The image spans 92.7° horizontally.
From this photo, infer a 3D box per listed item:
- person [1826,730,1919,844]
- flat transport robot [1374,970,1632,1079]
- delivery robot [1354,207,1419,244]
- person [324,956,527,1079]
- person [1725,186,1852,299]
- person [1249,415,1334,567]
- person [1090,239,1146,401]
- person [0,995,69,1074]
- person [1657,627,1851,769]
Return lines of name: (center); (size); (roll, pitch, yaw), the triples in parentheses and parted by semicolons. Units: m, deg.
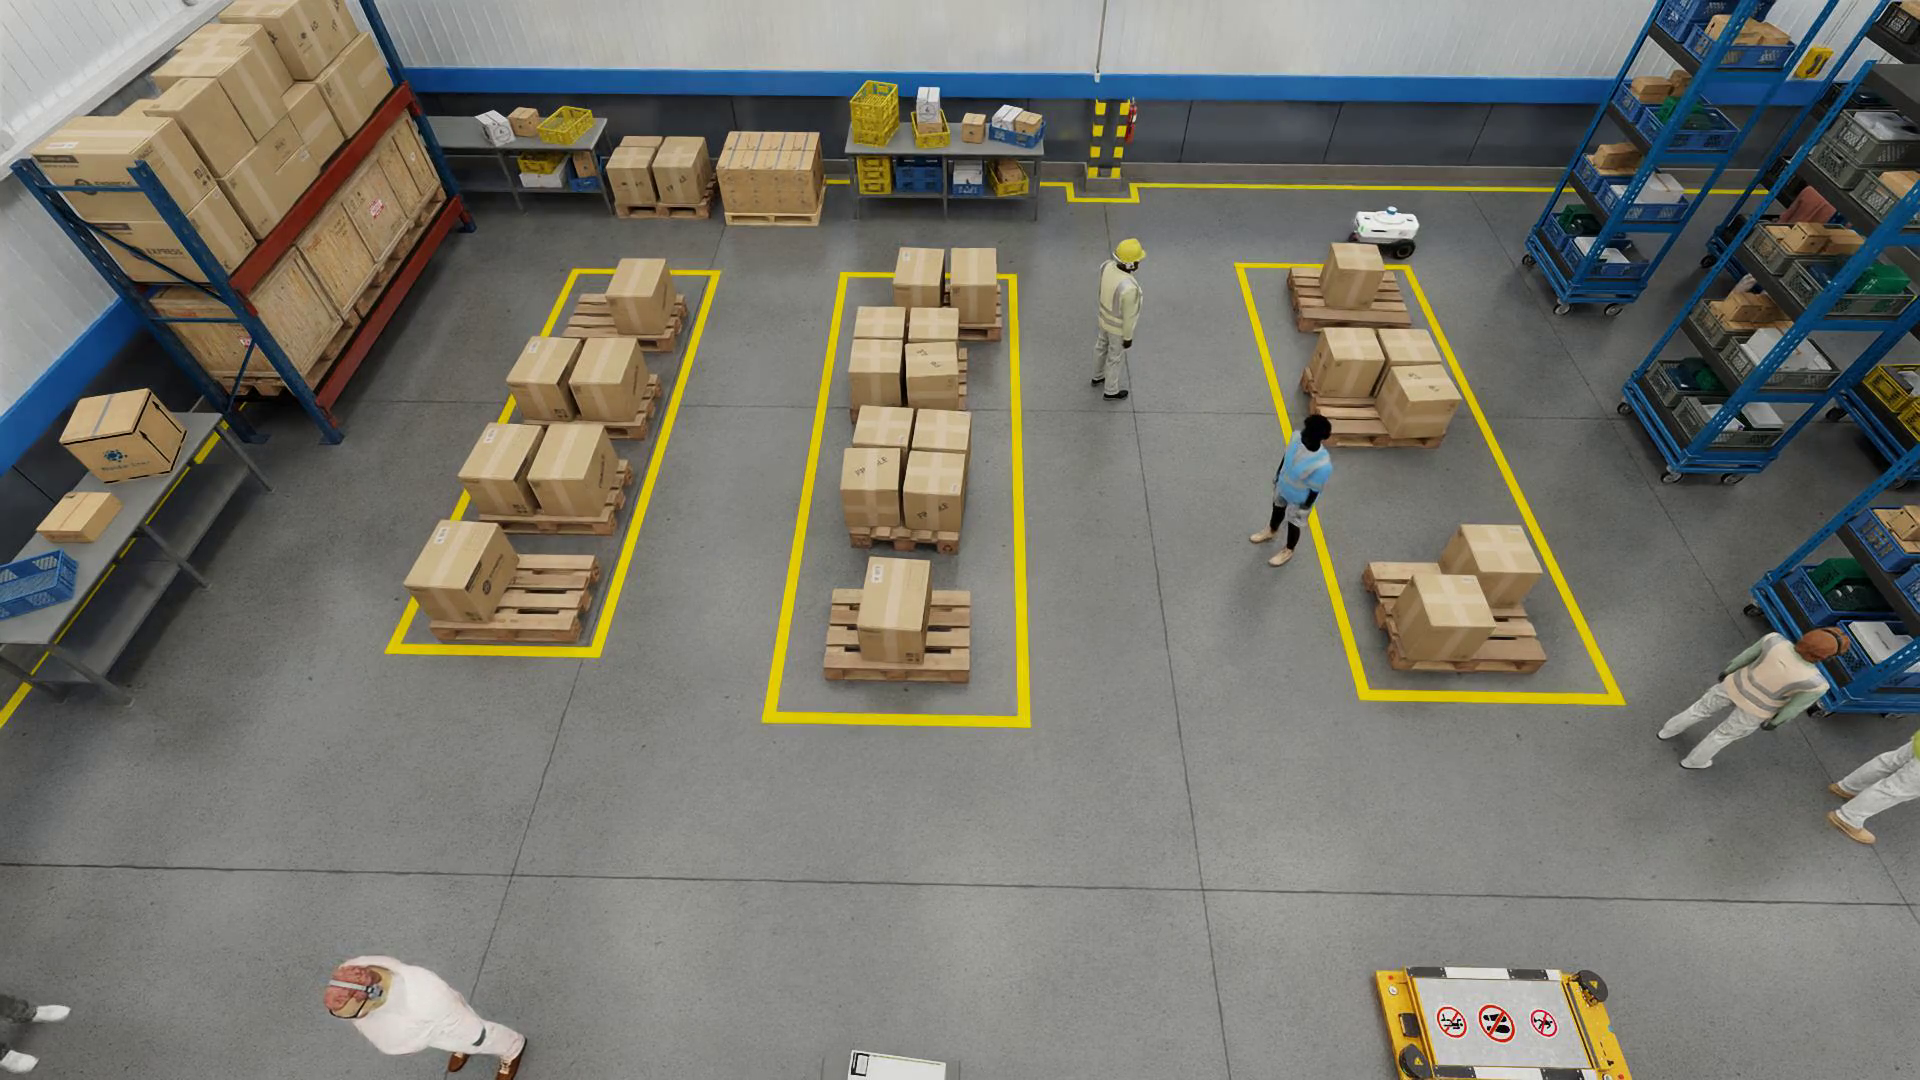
person: (6.733, 1.481, 6.252); (0.429, 1.846, 0.633); (30, 57, 22)
flat transport robot: (3.501, 3.133, 5.914); (1.431, 0.197, 0.652); (1, 51, 1)
delivery robot: (5.299, -3.907, 11.413); (0.707, 0.478, 0.477); (4, 51, 3)
person: (-3.018, 2.740, 5.196); (0.648, 1.900, 0.400); (12, 52, 10)
person: (9.075, -3.166, 9.956); (0.410, 1.982, 0.627); (-20, 53, -15)
person: (2.891, -0.431, 7.912); (0.321, 1.689, 0.534); (-16, 53, -12)
person: (1.600, -2.225, 9.280); (0.403, 1.835, 0.588); (-17, 53, -14)
person: (-6.096, 2.668, 5.247); (0.402, 1.910, 0.598); (1, 51, 1)
person: (5.737, 1.147, 6.662); (0.315, 1.632, 0.520); (-11, 52, -9)
